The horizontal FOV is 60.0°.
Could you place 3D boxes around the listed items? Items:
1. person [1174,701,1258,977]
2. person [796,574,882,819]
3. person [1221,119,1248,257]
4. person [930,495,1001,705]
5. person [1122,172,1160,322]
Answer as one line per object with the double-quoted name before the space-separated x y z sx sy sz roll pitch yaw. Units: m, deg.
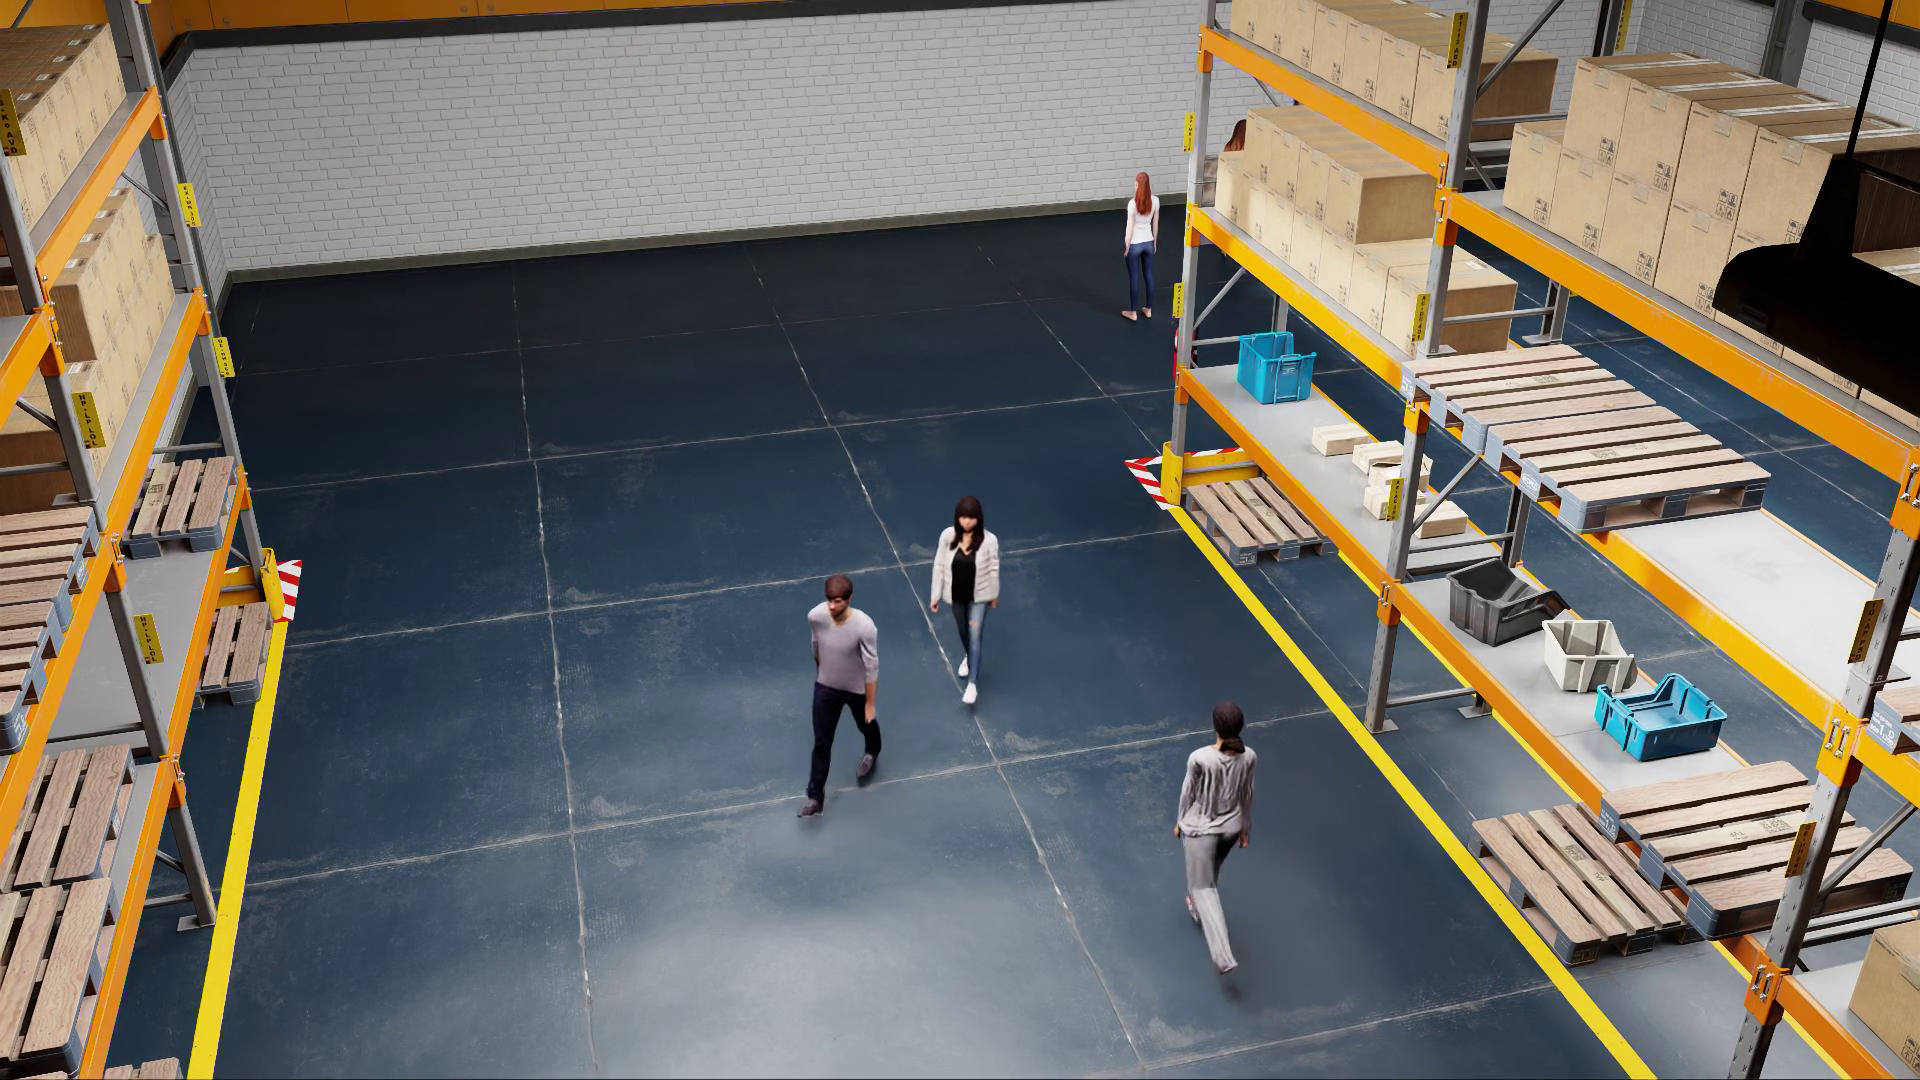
"person" 1.521 1.775 9.837 0.584 1.740 1.045 -7 29 -13
"person" -0.730 0.959 11.290 1.152 1.781 1.324 11 30 19
"person" 3.551 -4.514 21.337 0.676 1.769 0.722 9 30 16
"person" 0.068 0.359 12.577 0.927 1.604 1.086 8 30 14
"person" 2.108 -3.417 19.359 0.580 1.738 0.544 -10 30 -18
